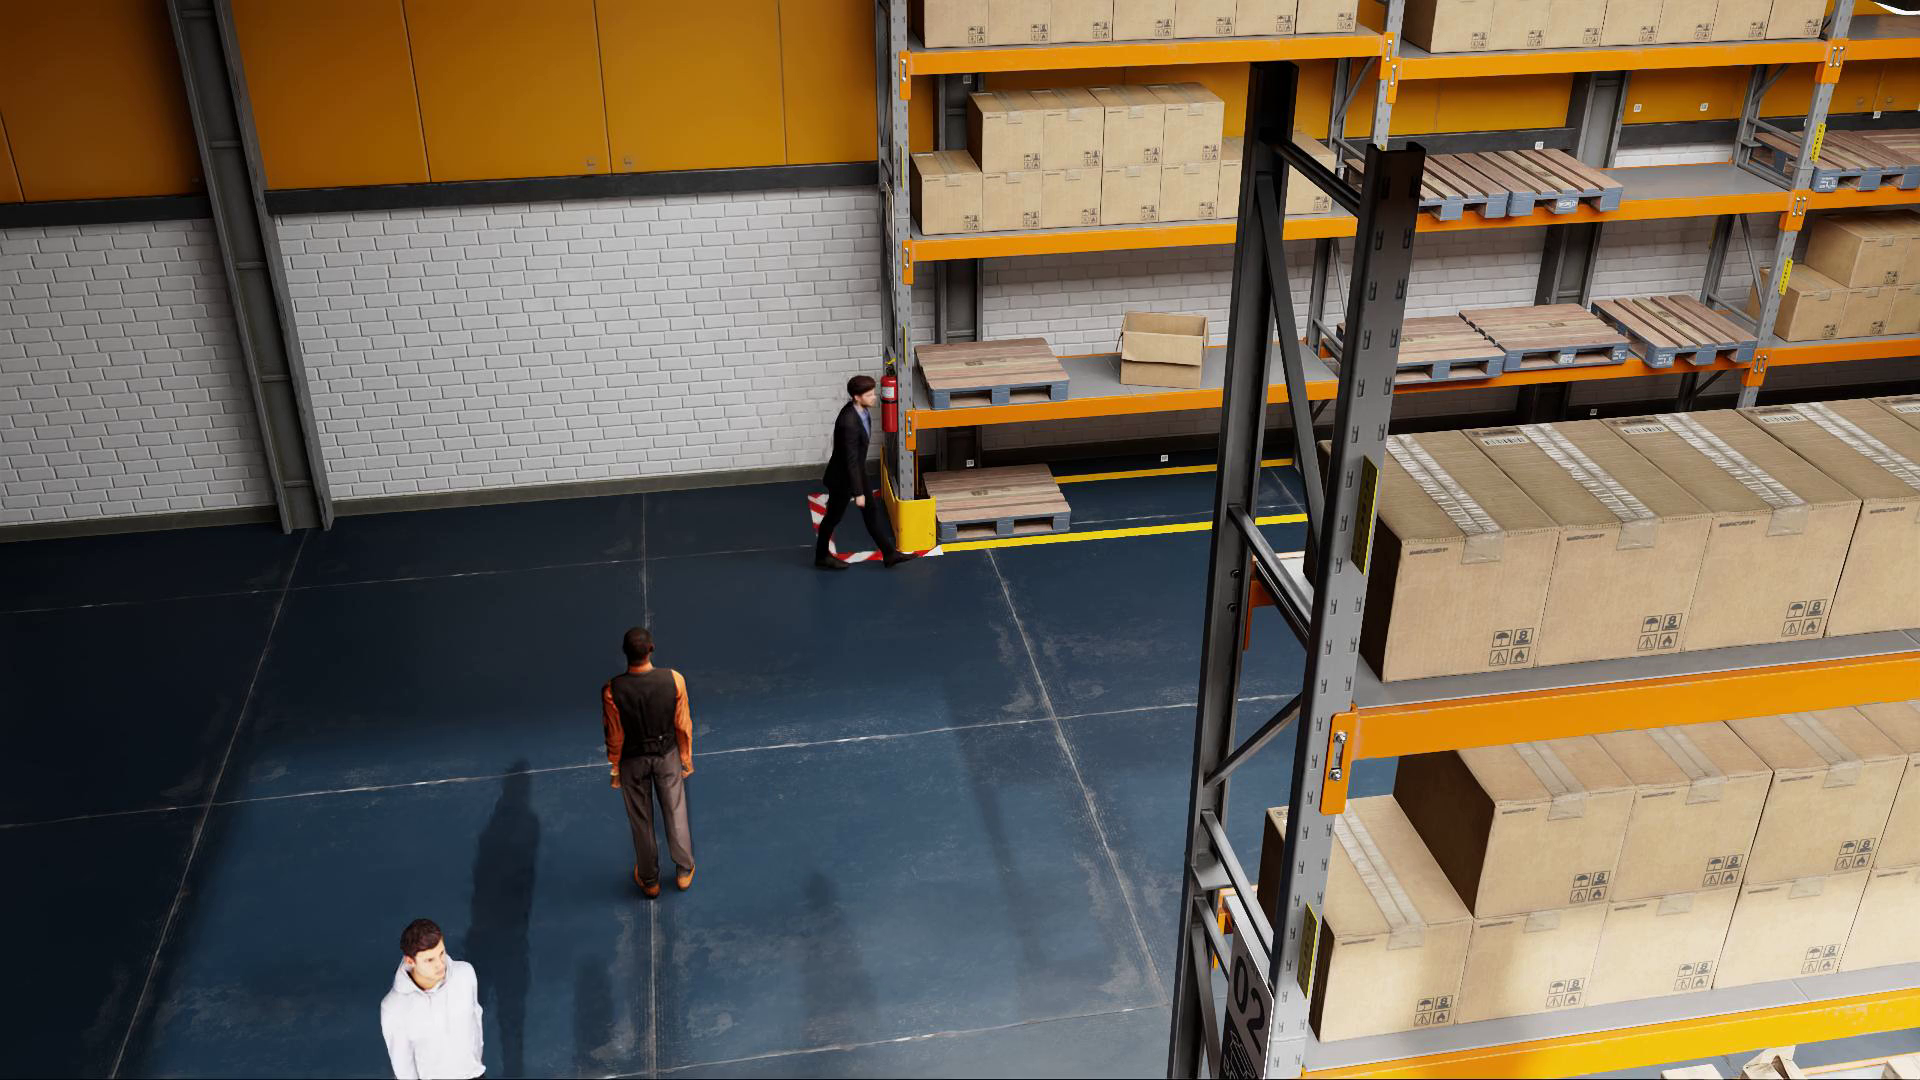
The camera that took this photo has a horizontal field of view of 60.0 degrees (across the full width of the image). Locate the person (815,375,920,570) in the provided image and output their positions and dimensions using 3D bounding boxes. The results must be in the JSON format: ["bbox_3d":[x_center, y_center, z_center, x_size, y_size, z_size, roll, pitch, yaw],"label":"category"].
[{"bbox_3d":[-1.035,-0.536,13.937,1.249,1.830,1.002,5,29,10],"label":"person"}]

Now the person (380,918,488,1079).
[{"bbox_3d":[-2.609,2.595,8.140,1.201,1.884,1.274,25,38,38],"label":"person"}]

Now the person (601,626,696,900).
[{"bbox_3d":[-1.927,1.379,10.346,0.599,1.907,0.796,-9,30,-17],"label":"person"}]
